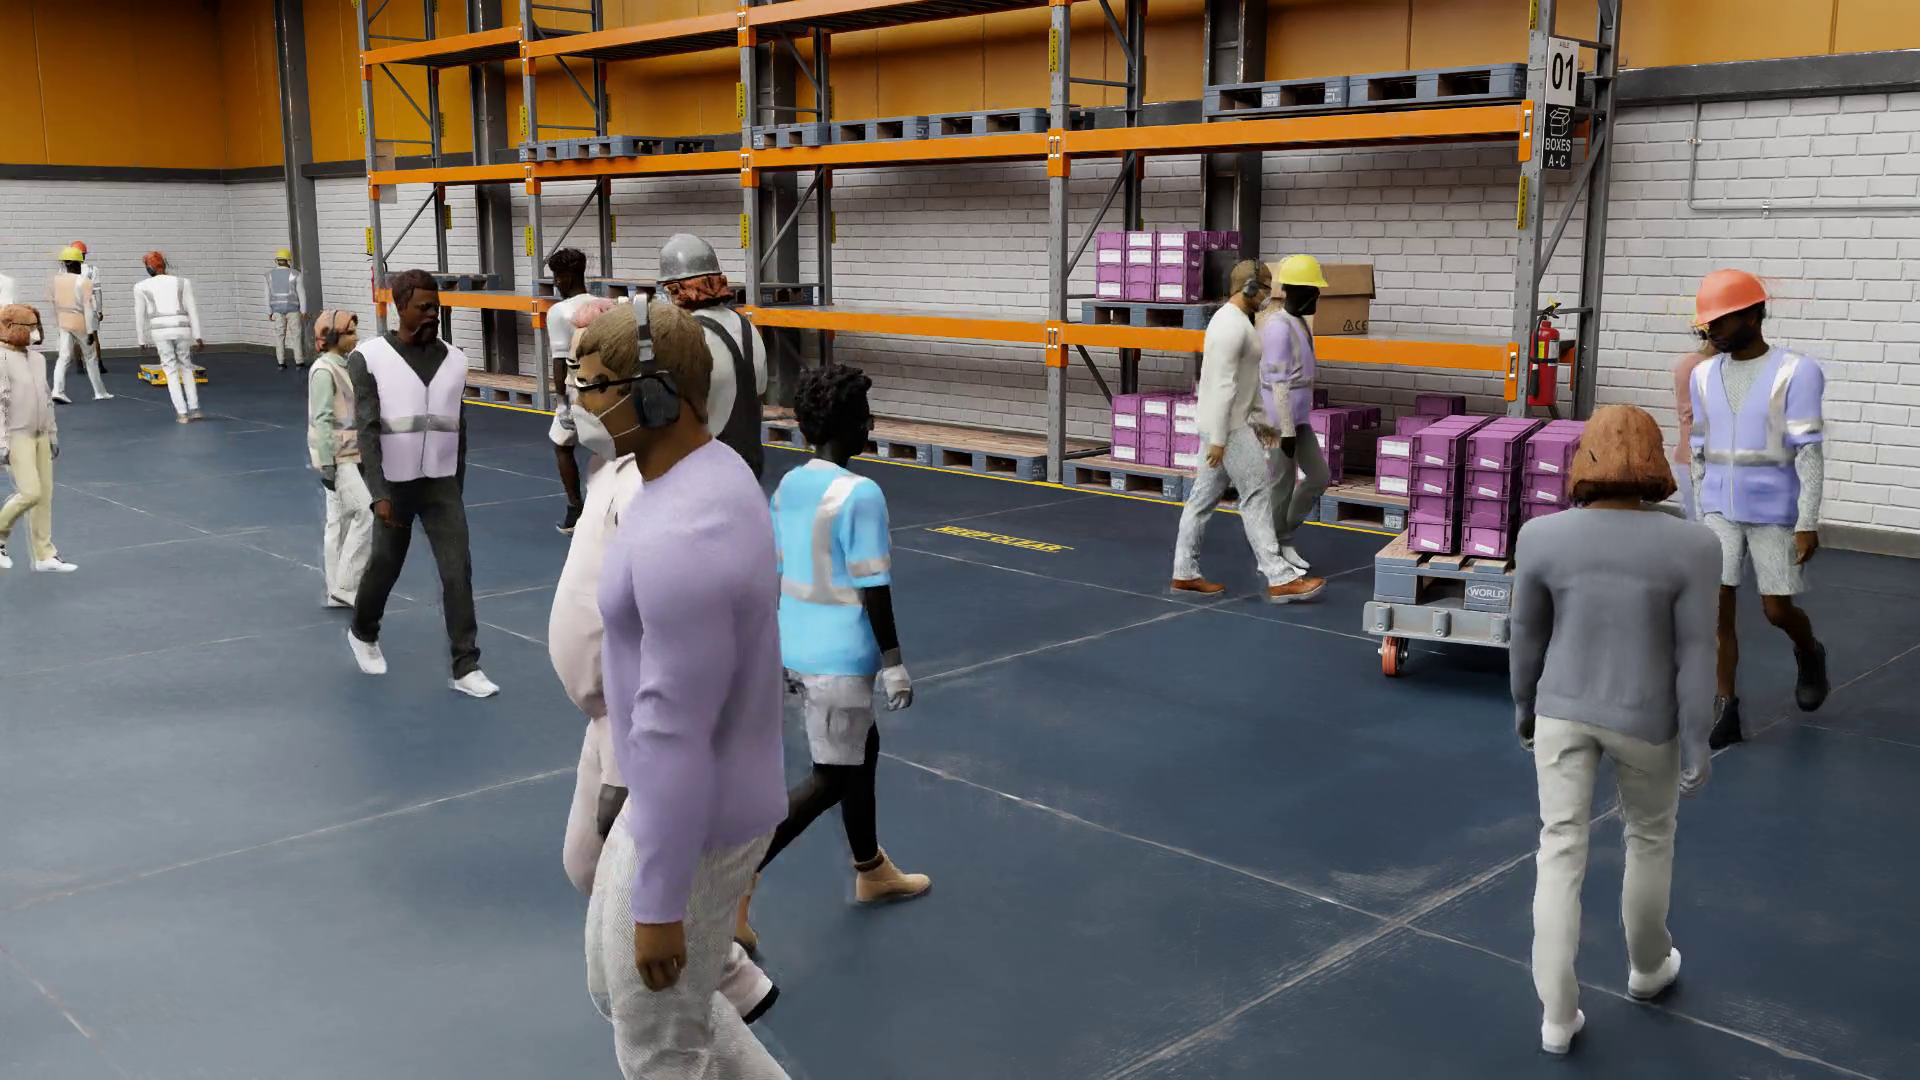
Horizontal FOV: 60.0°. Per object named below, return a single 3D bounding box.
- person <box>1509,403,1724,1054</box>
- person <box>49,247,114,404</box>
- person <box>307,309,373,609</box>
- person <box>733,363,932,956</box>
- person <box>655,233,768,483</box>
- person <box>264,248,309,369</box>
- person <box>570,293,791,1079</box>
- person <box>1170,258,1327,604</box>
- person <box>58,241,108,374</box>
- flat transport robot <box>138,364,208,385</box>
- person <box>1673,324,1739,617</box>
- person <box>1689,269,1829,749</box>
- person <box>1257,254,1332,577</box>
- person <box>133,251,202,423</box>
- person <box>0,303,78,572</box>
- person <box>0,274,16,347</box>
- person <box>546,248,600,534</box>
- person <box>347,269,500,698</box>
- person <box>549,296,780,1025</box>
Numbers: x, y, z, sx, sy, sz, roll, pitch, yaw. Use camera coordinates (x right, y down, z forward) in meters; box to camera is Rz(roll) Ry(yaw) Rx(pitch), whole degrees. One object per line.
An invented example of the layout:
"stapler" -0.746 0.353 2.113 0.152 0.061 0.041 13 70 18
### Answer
"person" 1.672 0.452 4.257 0.510 1.599 0.764 7 12 32
"person" -10.718 -2.587 20.119 0.600 1.886 0.991 2 11 9
"person" -3.262 -0.415 8.914 0.432 1.623 0.538 -2 11 -9
"person" -0.425 0.330 4.751 0.780 1.670 0.535 -5 12 -27
"person" -1.112 -0.262 6.971 0.537 2.000 0.675 4 11 21
"person" -10.182 -3.492 25.165 0.600 1.827 0.404 0 10 -2
"person" -0.492 0.521 3.013 0.476 1.922 0.652 -1 10 -7
"person" 1.611 -0.594 9.194 0.925 1.888 0.631 1 10 4
"person" -12.811 -3.386 24.286 0.547 1.938 0.379 -3 11 -15
"flat transport robot" -10.818 -2.285 22.832 0.652 0.197 1.431 -7 12 -34
"person" 3.883 -0.396 8.568 0.548 1.730 0.365 -4 11 -21
"person" 3.218 -0.129 6.655 0.779 1.895 0.603 -7 13 -35
"person" 1.972 -0.718 9.815 0.438 1.907 0.606 5 12 25
"person" -8.570 -2.192 18.009 0.616 1.847 0.500 -7 12 -32
"person" -5.590 -0.595 9.913 0.421 1.620 0.525 1 10 4
"person" -9.717 -2.015 16.665 0.621 1.996 1.040 -1 10 -6
"person" -2.514 -0.973 11.131 0.645 1.929 0.703 -10 14 -44
"person" -2.456 -0.268 7.441 0.952 1.888 0.584 10 14 43
"person" -0.698 0.412 3.700 0.430 1.892 0.659 -3 11 -14
